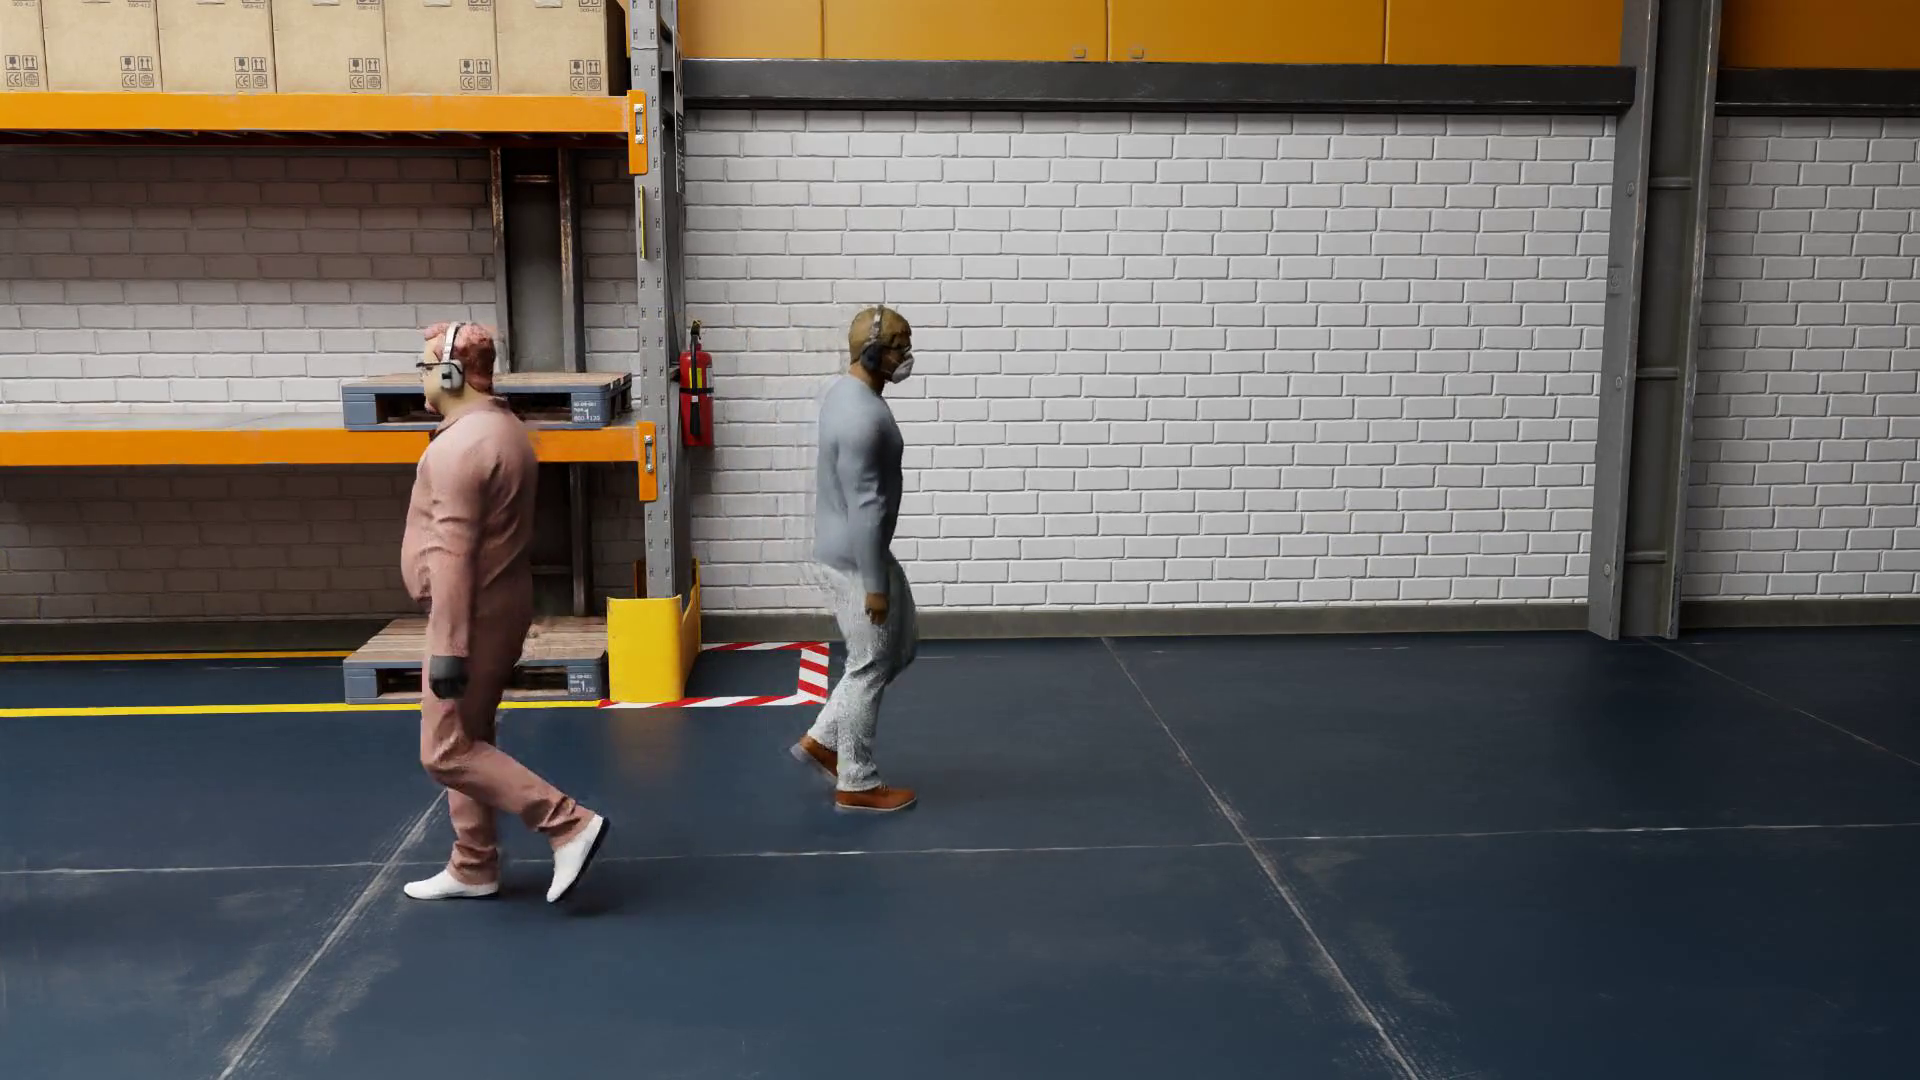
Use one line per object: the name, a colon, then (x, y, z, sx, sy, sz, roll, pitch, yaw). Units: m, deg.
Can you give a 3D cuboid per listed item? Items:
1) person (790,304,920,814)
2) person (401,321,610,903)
person: (-0.332, 0.091, 6.165, 0.435, 1.919, 0.643, -1, 9, -6)
person: (-1.479, 0.256, 5.233, 0.593, 1.882, 0.651, 0, 9, -3)
